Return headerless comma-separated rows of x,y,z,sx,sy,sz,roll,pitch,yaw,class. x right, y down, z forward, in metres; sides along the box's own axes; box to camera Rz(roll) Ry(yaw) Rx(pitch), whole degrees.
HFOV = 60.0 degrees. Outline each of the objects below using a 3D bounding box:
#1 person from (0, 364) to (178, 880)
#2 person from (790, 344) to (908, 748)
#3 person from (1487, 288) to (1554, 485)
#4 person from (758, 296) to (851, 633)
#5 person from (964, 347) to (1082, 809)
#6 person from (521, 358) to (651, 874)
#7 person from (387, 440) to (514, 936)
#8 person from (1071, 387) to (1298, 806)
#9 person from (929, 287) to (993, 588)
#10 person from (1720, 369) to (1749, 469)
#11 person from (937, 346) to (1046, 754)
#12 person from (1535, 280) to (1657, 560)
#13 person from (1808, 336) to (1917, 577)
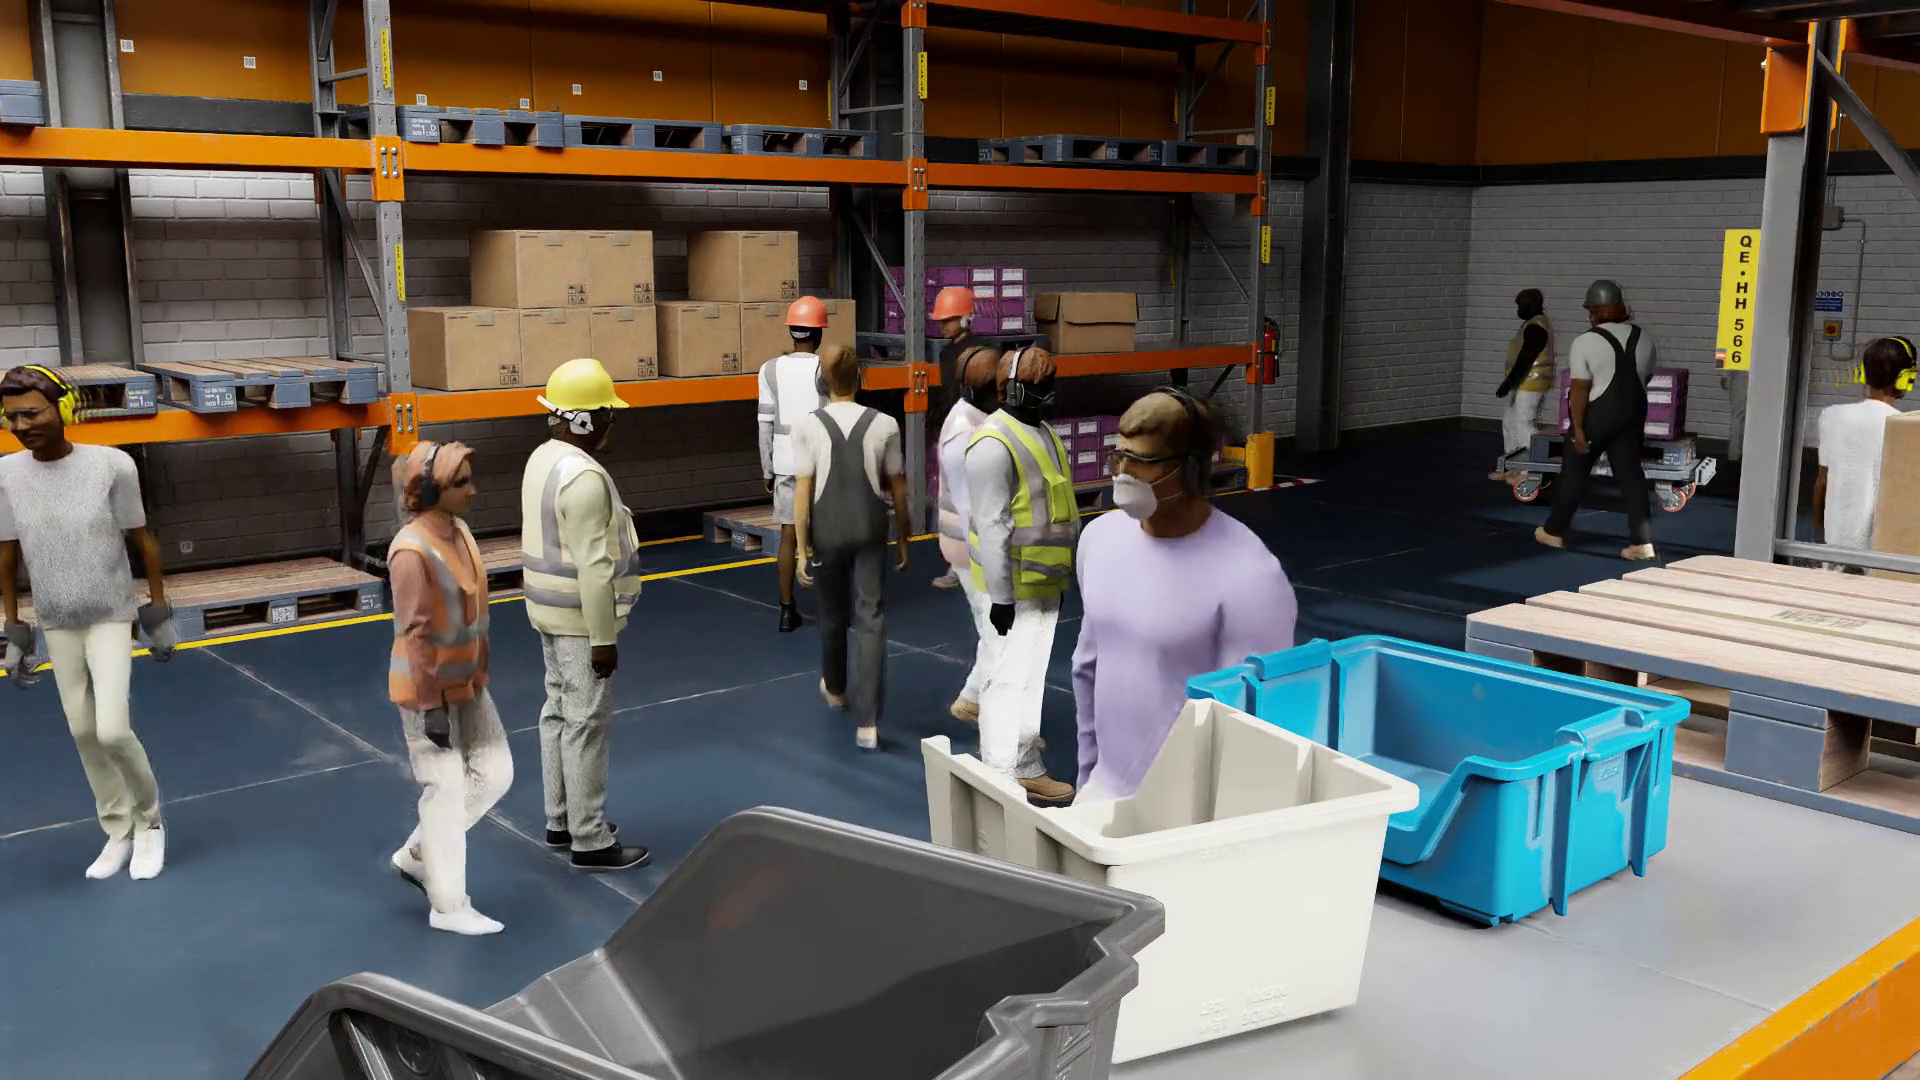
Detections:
-3.043,0.303,5.774,0.523,1.832,0.487,-1,10,-4,person
-0.499,0.000,7.608,0.545,1.791,1.011,-2,10,-10,person
5.196,-1.406,15.379,0.530,1.816,0.641,2,10,13,person
-0.873,-0.425,9.558,0.552,1.936,0.359,2,10,10,person
0.260,0.173,6.482,0.429,1.844,0.626,4,11,22,person
-1.347,0.268,5.968,0.403,1.832,0.594,-6,12,-29,person
-1.646,0.490,5.316,0.373,1.626,0.510,1,10,6,person
0.447,0.618,3.748,0.433,1.926,0.655,-8,13,-37,person
0.132,-0.661,10.831,0.707,1.962,0.638,-6,12,-29,person
7.913,-1.662,16.584,0.652,1.913,0.453,2,10,10,person
0.133,0.060,7.221,0.438,1.813,0.670,2,10,9,person
4.628,-0.896,11.907,0.696,2.000,1.036,-2,10,-12,person
3.916,0.027,7.310,0.821,1.849,0.520,-6,12,-31,person
